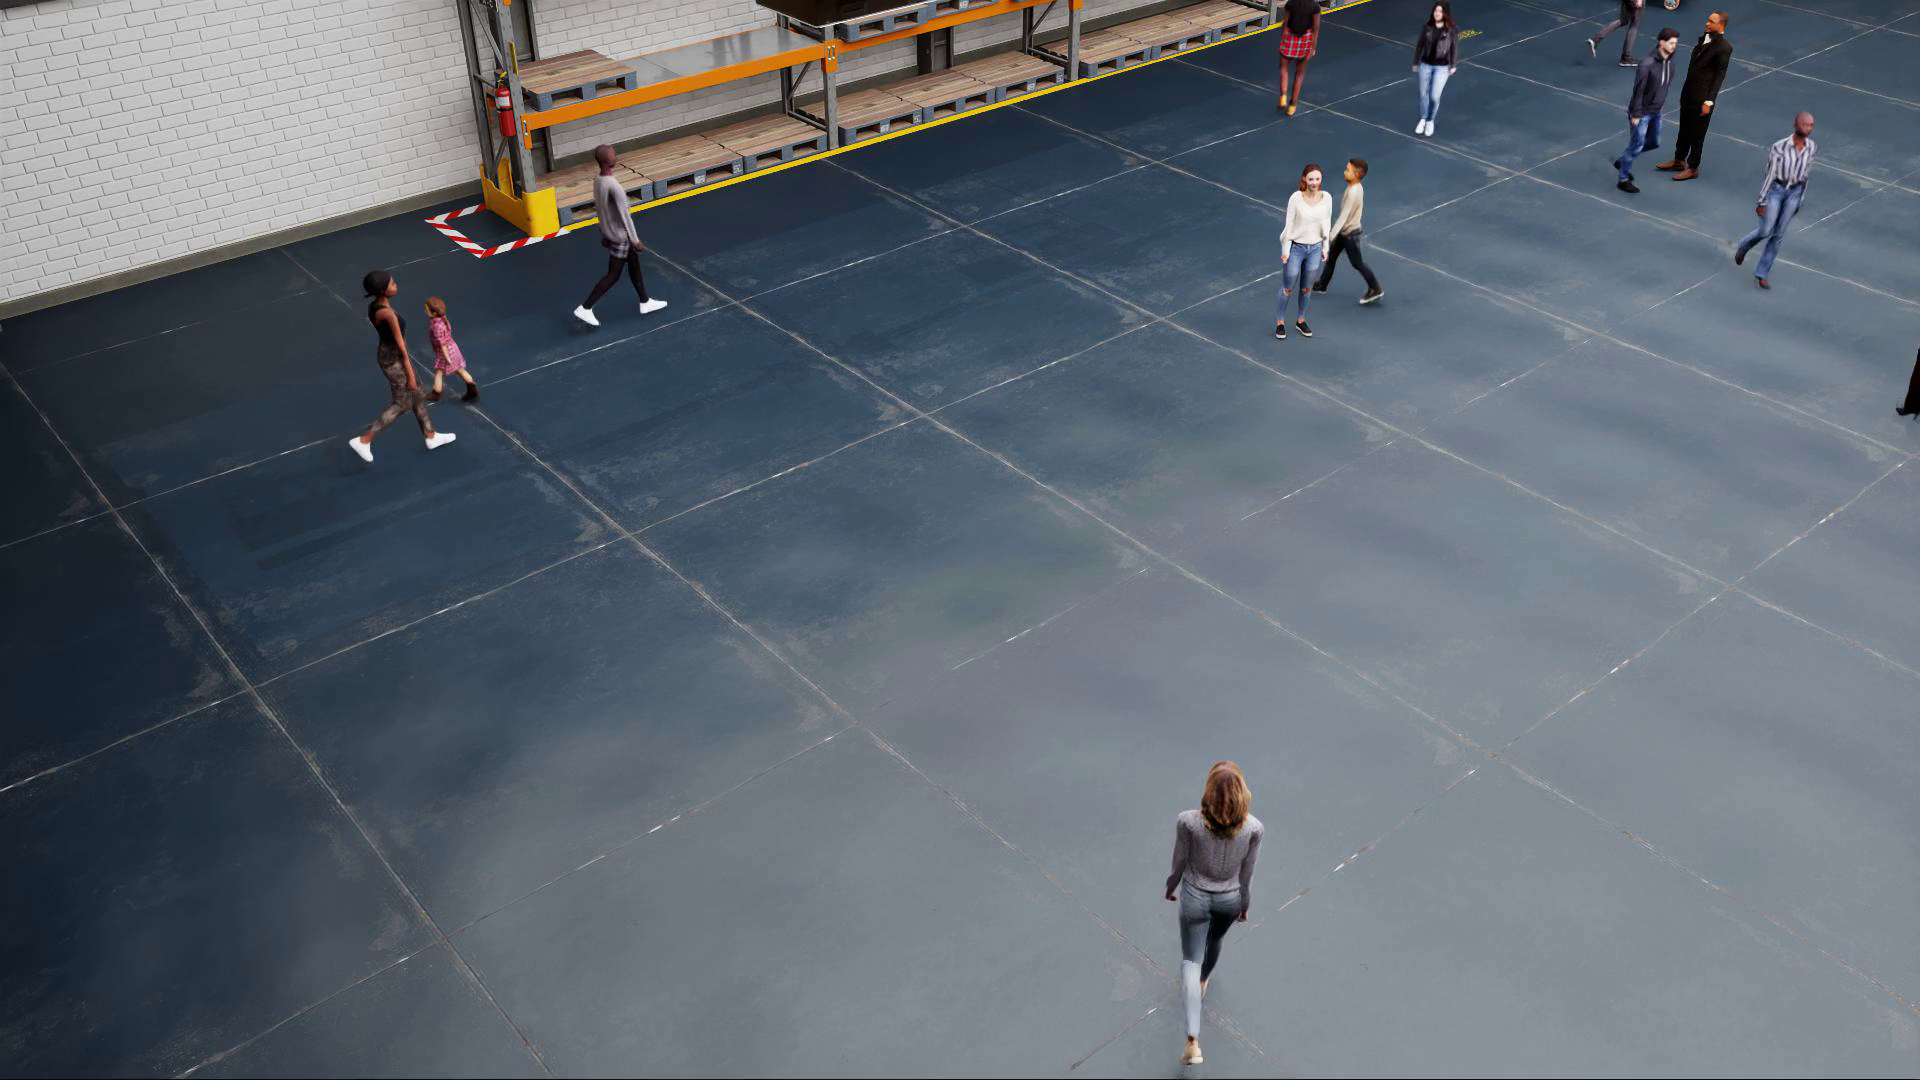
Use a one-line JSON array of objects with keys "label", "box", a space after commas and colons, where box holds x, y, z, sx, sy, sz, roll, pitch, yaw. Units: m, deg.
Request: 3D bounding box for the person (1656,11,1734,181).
[{"label": "person", "box": [8.454, -5.085, 18.984, 0.801, 1.904, 0.799, -6, 34, -8]}]

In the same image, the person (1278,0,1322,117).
[{"label": "person", "box": [4.194, -6.120, 20.712, 0.758, 1.714, 0.809, 7, 34, 10]}]

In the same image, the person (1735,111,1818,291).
[{"label": "person", "box": [8.119, -3.415, 16.581, 0.869, 1.782, 0.907, -4, 34, -6]}]

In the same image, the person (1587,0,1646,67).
[{"label": "person", "box": [8.966, -7.345, 22.351, 1.118, 1.941, 0.968, -3, 34, -5]}]

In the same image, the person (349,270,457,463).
[{"label": "person", "box": [-4.699, -1.394, 13.641, 1.116, 1.672, 0.646, -21, 39, -28]}]

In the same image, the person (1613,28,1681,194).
[{"label": "person", "box": [7.625, -4.846, 18.654, 0.690, 1.871, 0.809, -18, 38, -25]}]

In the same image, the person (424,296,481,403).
[{"label": "person", "box": [-4.488, -1.672, 14.655, 0.772, 1.011, 0.687, 0, 34, 0]}]

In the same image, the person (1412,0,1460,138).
[{"label": "person", "box": [5.793, -5.765, 20.263, 0.742, 1.621, 0.731, 18, 38, 25]}]

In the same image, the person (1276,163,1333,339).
[{"label": "person", "box": [3.218, -2.716, 15.612, 0.661, 1.692, 0.764, -4, 34, -7]}]

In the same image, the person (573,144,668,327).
[{"label": "person", "box": [-3.336, -2.847, 15.766, 1.225, 1.739, 0.780, -17, 37, -23]}]

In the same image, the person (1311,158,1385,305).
[{"label": "person", "box": [3.887, -2.995, 16.258, 1.015, 1.441, 0.982, 4, 34, 6]}]

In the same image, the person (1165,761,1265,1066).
[{"label": "person", "box": [1.284, 1.931, 8.550, 1.093, 1.769, 1.183, 4, 34, 5]}]
